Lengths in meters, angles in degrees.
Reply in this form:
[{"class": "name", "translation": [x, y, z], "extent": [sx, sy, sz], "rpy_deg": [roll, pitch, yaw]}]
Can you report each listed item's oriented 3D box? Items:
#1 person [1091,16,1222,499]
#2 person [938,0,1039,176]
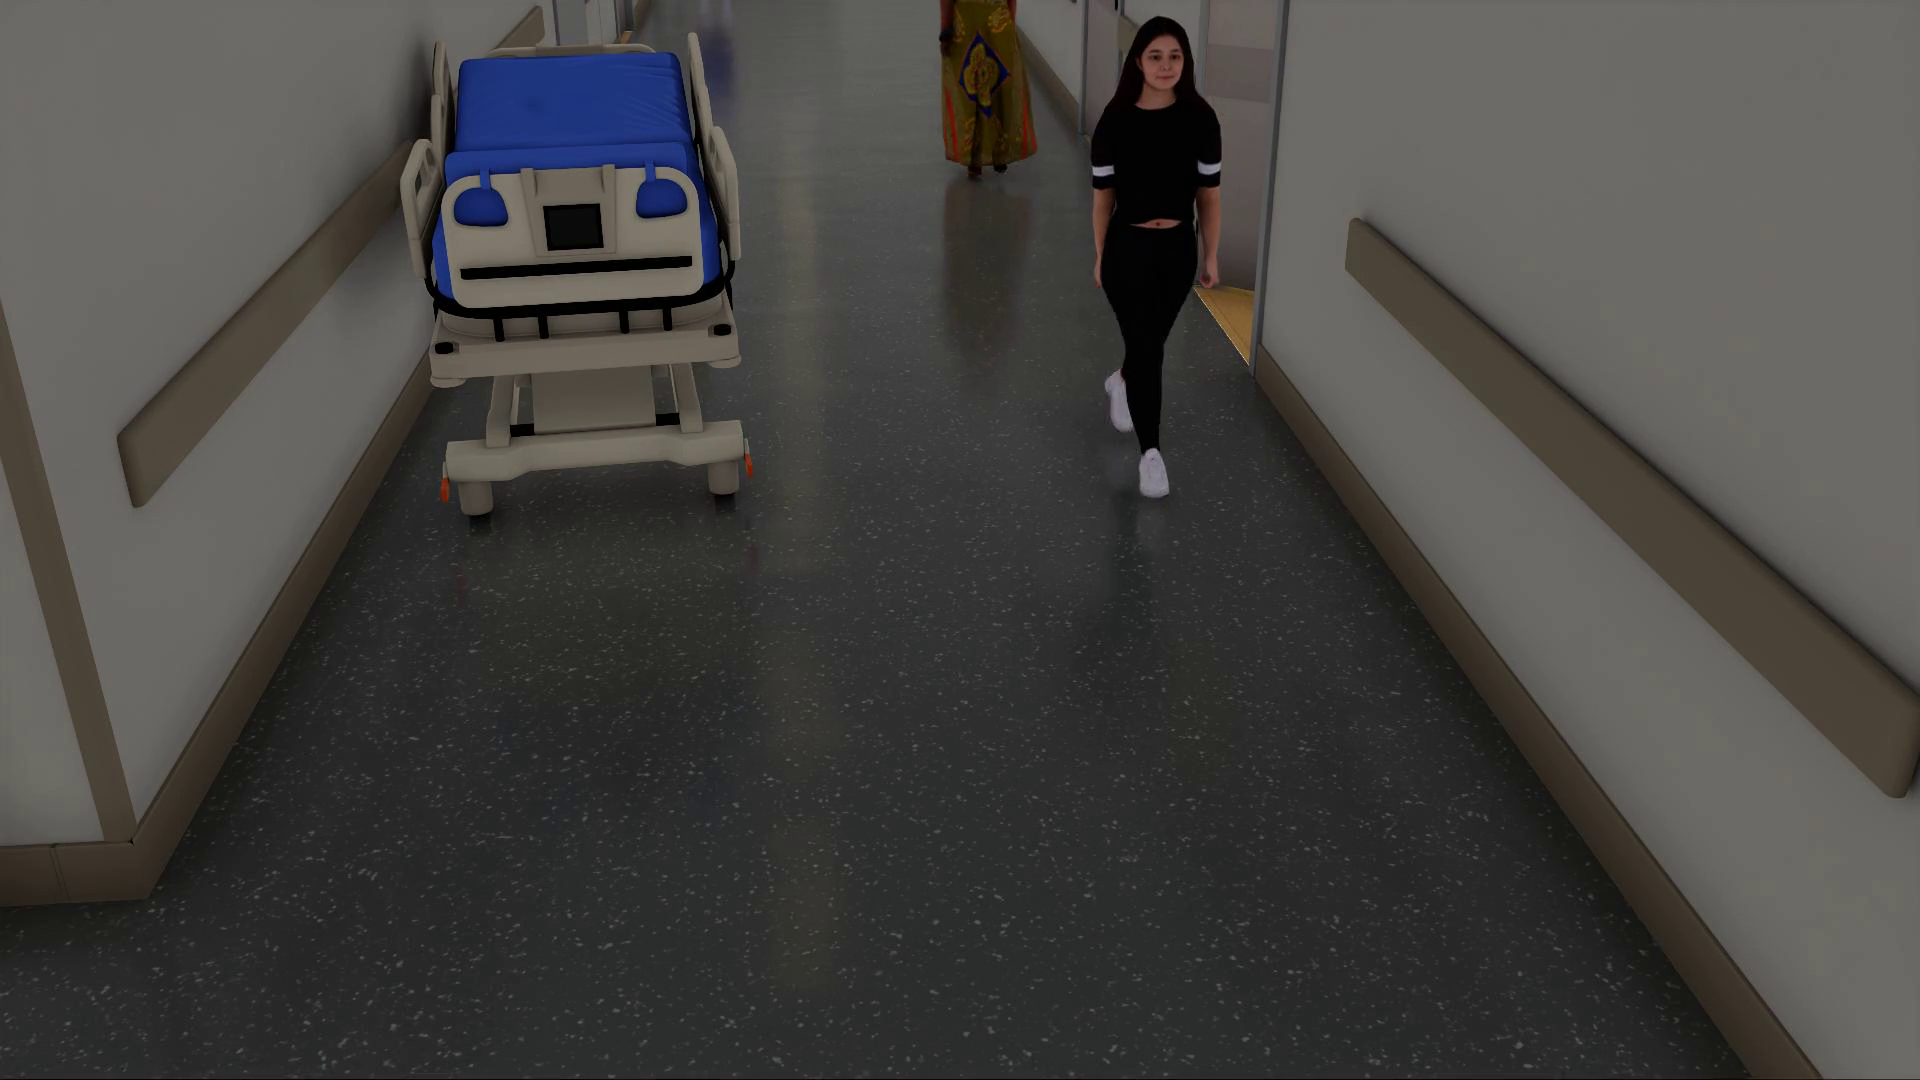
[{"class": "person", "translation": [0.674, -1.025, 5.940], "extent": [1.030, 1.604, 0.685], "rpy_deg": [-4, 26, -8]}, {"class": "person", "translation": [0.109, -3.051, 10.094], "extent": [0.674, 1.646, 0.856], "rpy_deg": [-1, 26, -2]}]
